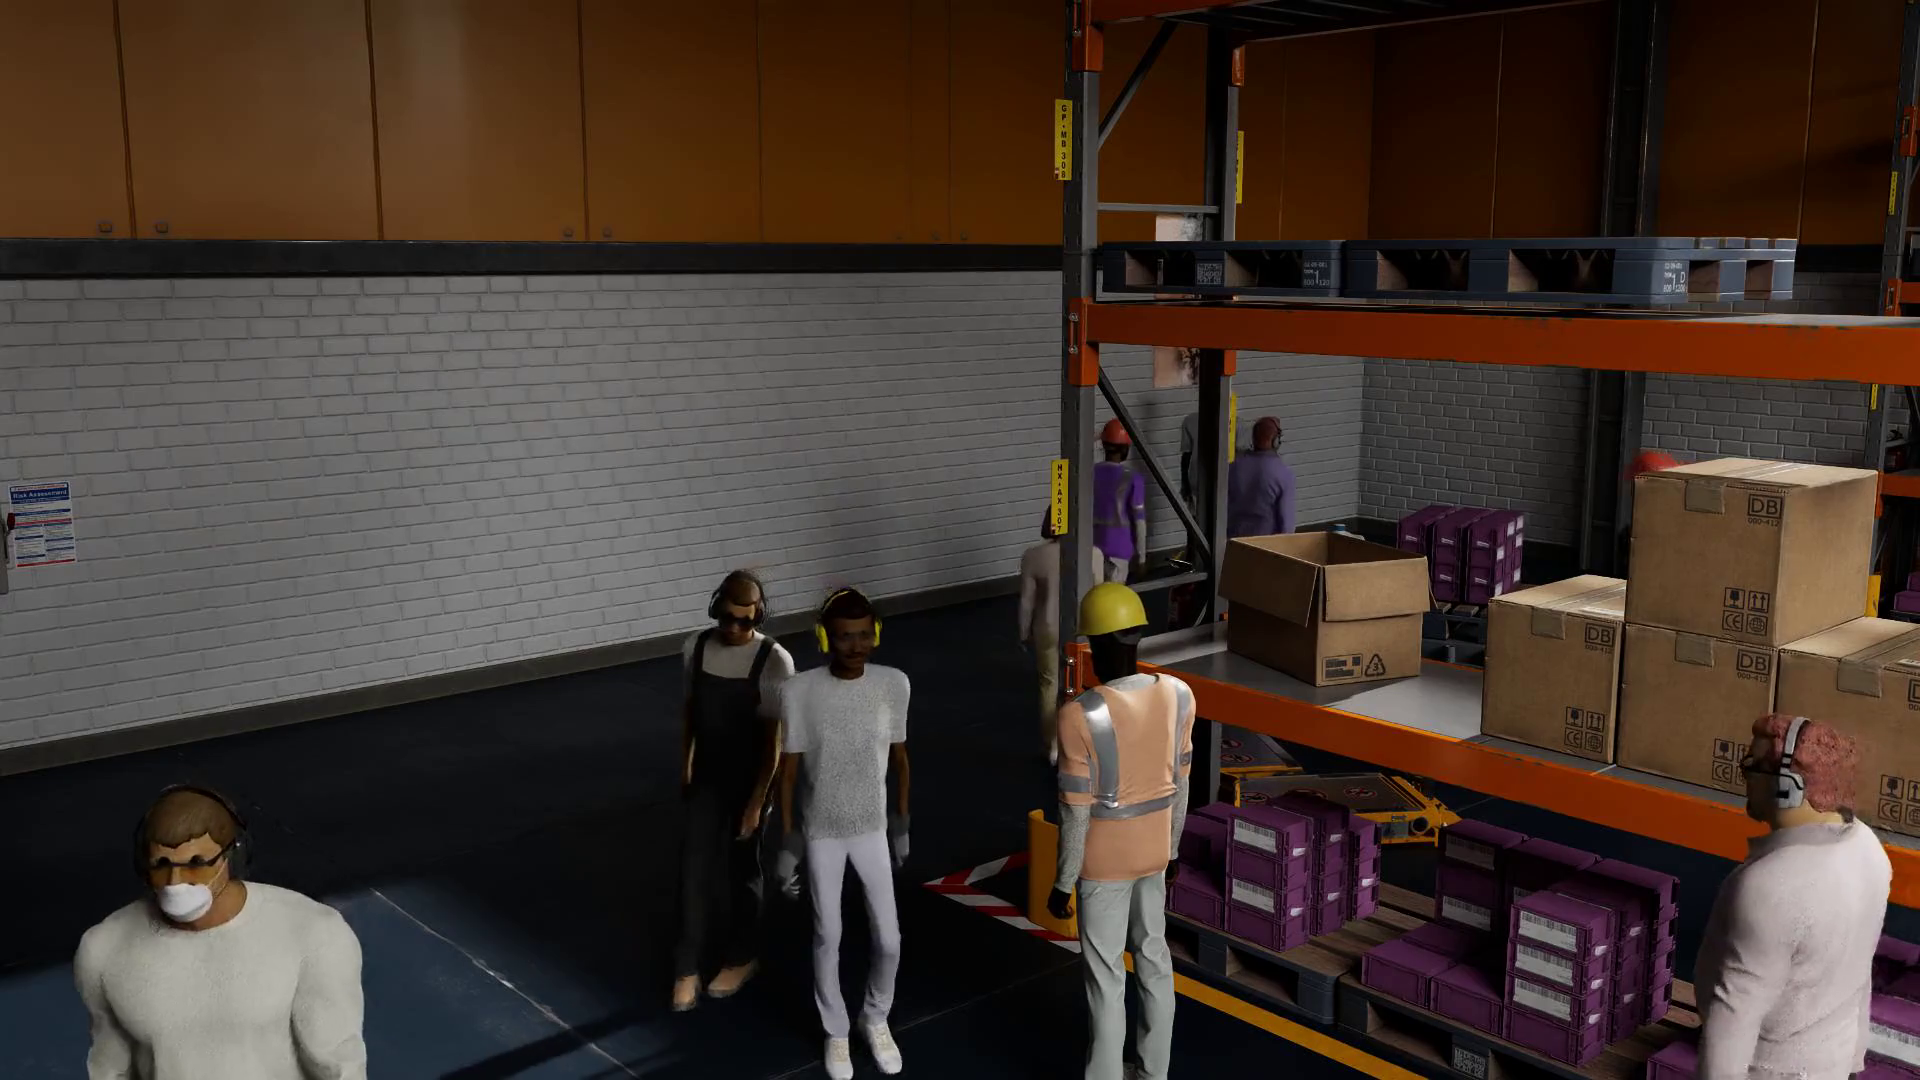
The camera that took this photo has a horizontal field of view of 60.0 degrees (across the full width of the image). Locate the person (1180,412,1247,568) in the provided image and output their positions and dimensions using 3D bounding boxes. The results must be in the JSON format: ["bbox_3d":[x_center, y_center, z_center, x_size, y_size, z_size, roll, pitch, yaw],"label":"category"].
[{"bbox_3d":[2.350,-0.548,15.336,0.615,1.962,0.428,5,11,26],"label":"person"}]

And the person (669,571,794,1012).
[{"bbox_3d":[-0.944,1.012,6.654,0.559,1.804,0.636,3,10,16],"label":"person"}]

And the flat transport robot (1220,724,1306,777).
[{"bbox_3d":[1.497,1.256,9.699,0.652,0.197,1.431,-1,10,-7],"label":"flat transport robot"}]

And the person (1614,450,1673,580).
[{"bbox_3d":[3.782,0.495,9.165,0.617,1.982,0.466,-8,13,-39],"label":"person"}]

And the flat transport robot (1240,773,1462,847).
[{"bbox_3d":[1.884,1.423,8.719,1.431,0.197,0.652,-1,10,-7],"label":"flat transport robot"}]

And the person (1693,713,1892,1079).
[{"bbox_3d":[2.174,1.376,4.341,0.656,1.869,0.960,-9,13,-43],"label":"person"}]

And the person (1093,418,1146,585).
[{"bbox_3d":[1.062,0.065,11.982,0.544,1.885,1.006,7,12,37],"label":"person"}]

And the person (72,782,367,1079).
[{"bbox_3d":[-1.634,1.473,3.690,0.644,1.890,0.989,-1,10,-8],"label":"person"}]

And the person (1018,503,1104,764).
[{"bbox_3d":[0.595,0.553,9.846,0.523,1.618,0.383,1,10,7],"label":"person"}]

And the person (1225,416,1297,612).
[{"bbox_3d":[2.156,0.033,12.165,0.642,1.881,0.836,8,12,38],"label":"person"}]

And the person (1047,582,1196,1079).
[{"bbox_3d":[0.547,1.096,5.814,0.585,1.920,0.373,-7,12,-36],"label":"person"}]

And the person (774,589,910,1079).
[{"bbox_3d":[-0.430,1.088,6.076,0.534,1.853,0.461,-2,10,-13],"label":"person"}]

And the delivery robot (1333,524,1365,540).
[{"bbox_3d":[3.510,0.093,15.402,0.477,0.478,0.707,5,11,26],"label":"delivery robot"}]
